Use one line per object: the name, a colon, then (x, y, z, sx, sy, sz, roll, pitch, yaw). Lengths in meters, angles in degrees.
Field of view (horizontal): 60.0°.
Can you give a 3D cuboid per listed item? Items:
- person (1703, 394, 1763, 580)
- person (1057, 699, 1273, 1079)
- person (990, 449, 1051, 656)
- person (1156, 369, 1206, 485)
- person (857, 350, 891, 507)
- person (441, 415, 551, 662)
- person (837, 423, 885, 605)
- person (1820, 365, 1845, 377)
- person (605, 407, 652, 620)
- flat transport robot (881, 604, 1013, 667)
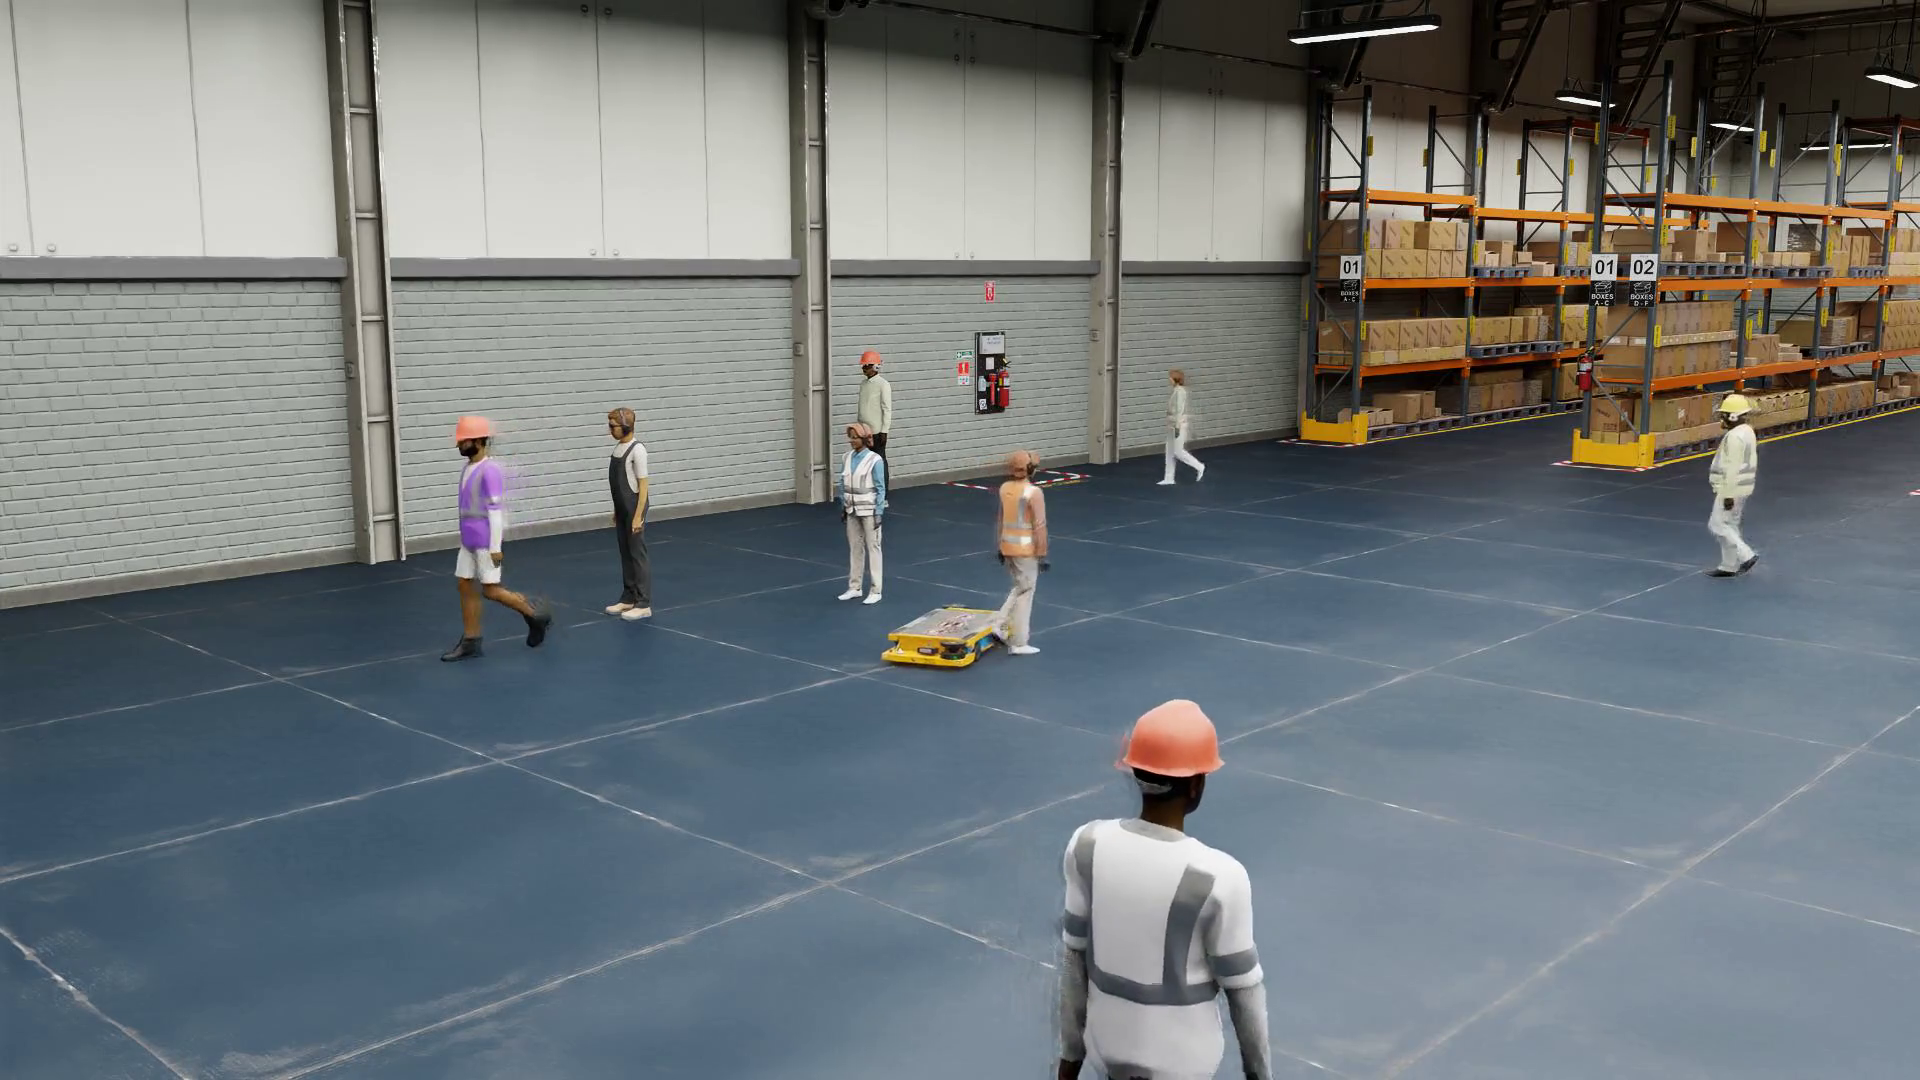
person: (7.469, -0.492, 16.022, 0.475, 1.822, 0.592, 7, 12, 36)
person: (0.556, 1.364, 4.530, 0.568, 1.883, 1.013, 8, 12, 41)
person: (0.496, 0.104, 12.997, 0.364, 1.626, 0.522, -6, 11, -31)
person: (3.082, -1.560, 23.110, 0.594, 1.627, 0.513, -1, 9, -7)
person: (-1.105, -1.394, 20.991, 0.377, 1.995, 0.608, -8, 12, -39)
person: (-3.641, -0.024, 12.899, 0.796, 1.916, 0.548, -7, 12, -38)
person: (-0.880, -0.240, 15.035, 0.514, 1.640, 0.315, 8, 13, 42)
person: (19.980, -4.186, 37.993, 0.787, 2.017, 0.608, -7, 12, -36)
person: (-2.869, -0.232, 14.386, 0.343, 1.839, 0.506, -7, 11, -35)
flat transport robot: (-0.045, 0.744, 13.197, 0.652, 0.197, 1.431, 3, 10, 20)
